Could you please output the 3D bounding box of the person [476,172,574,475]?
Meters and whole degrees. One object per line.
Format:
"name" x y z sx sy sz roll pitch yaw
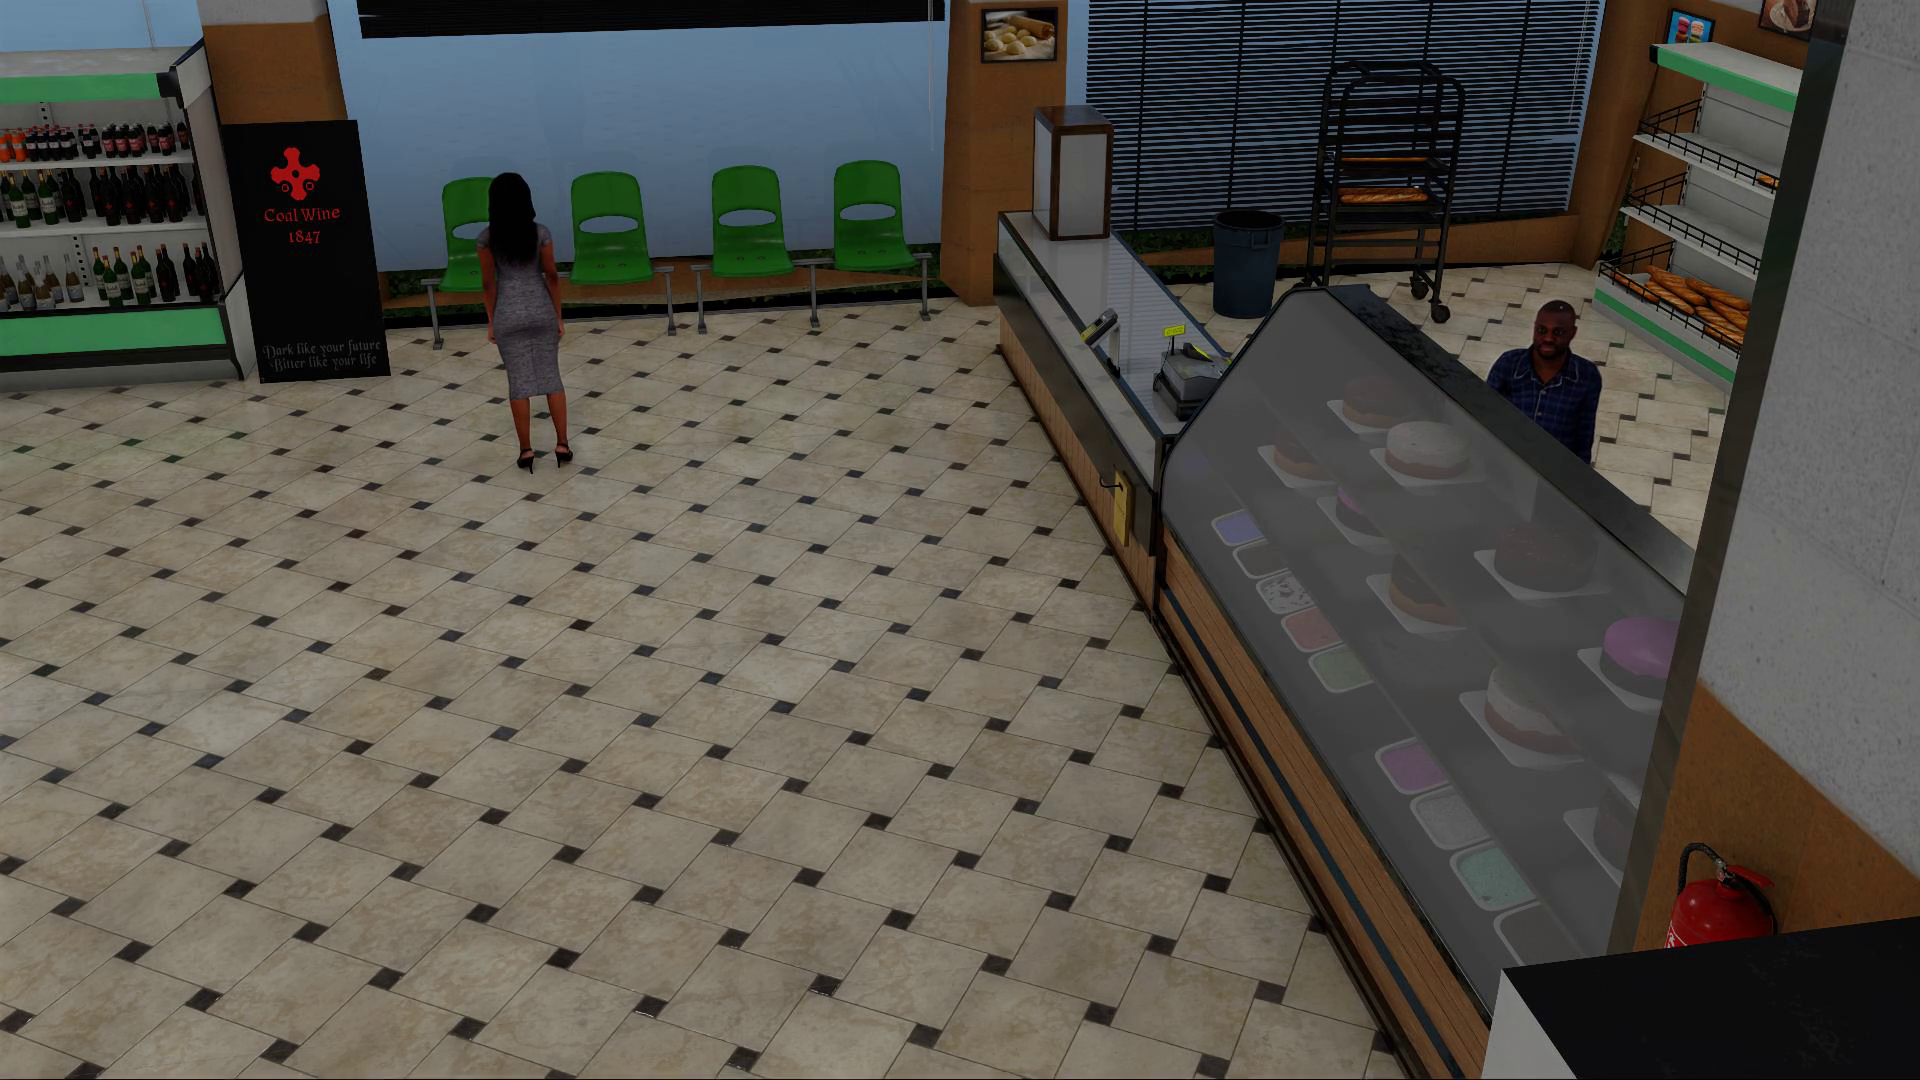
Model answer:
"person" -2.515 -1.247 9.635 0.503 1.781 0.680 -9 28 -17

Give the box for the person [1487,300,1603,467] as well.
"person" 2.581 -0.226 7.574 0.718 1.823 0.825 10 29 19
